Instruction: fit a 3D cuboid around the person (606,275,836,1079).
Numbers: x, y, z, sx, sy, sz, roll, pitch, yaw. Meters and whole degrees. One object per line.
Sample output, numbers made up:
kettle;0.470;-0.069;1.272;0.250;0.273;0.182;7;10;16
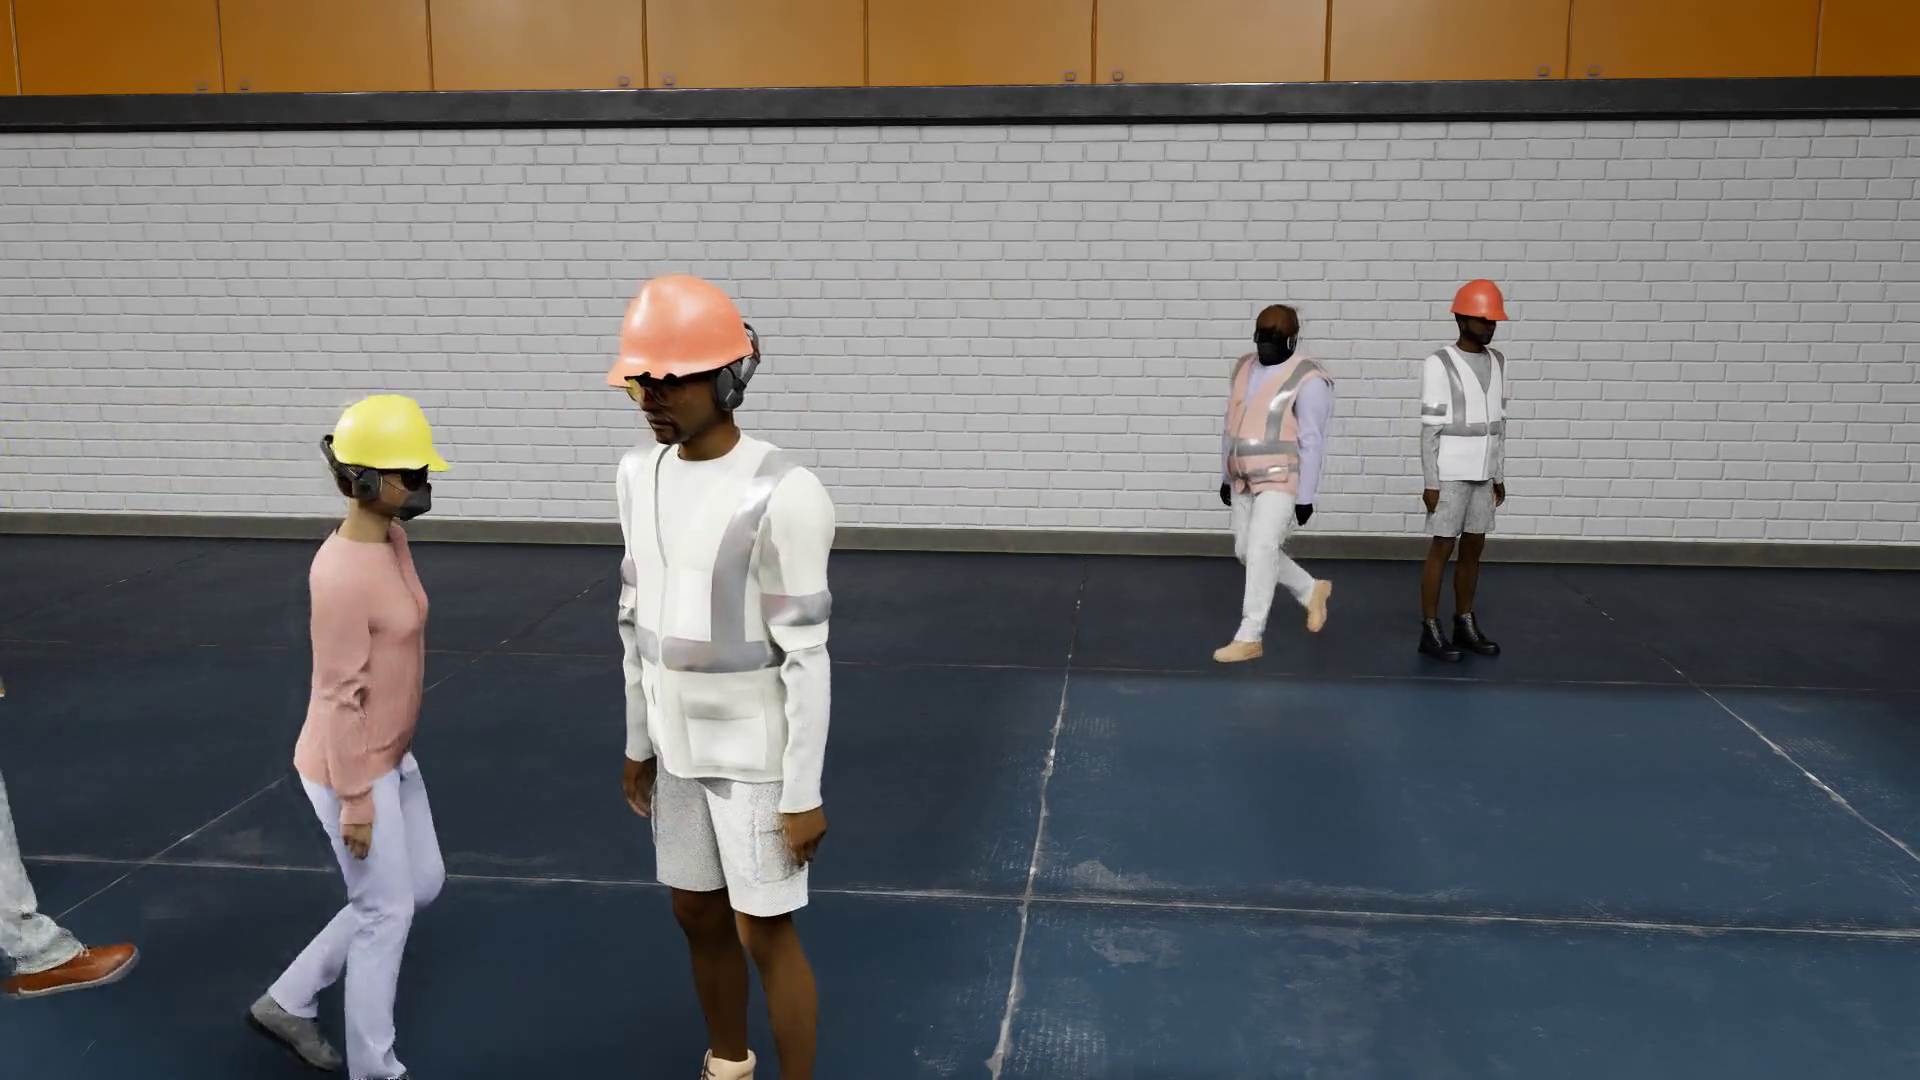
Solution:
person;-0.538;0.455;3.580;0.610;2.026;0.443;9;13;41

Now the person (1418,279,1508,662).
person;2.571;-0.345;8.419;0.539;1.928;0.384;-5;11;-28

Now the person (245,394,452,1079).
person;-1.418;0.526;3.931;0.503;1.747;0.557;-1;10;-8

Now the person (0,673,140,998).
person;-2.865;0.387;4.378;1.051;1.896;0.637;-7;12;-34

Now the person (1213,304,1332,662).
person;1.632;-0.293;8.448;0.728;1.817;0.644;-6;12;-30
